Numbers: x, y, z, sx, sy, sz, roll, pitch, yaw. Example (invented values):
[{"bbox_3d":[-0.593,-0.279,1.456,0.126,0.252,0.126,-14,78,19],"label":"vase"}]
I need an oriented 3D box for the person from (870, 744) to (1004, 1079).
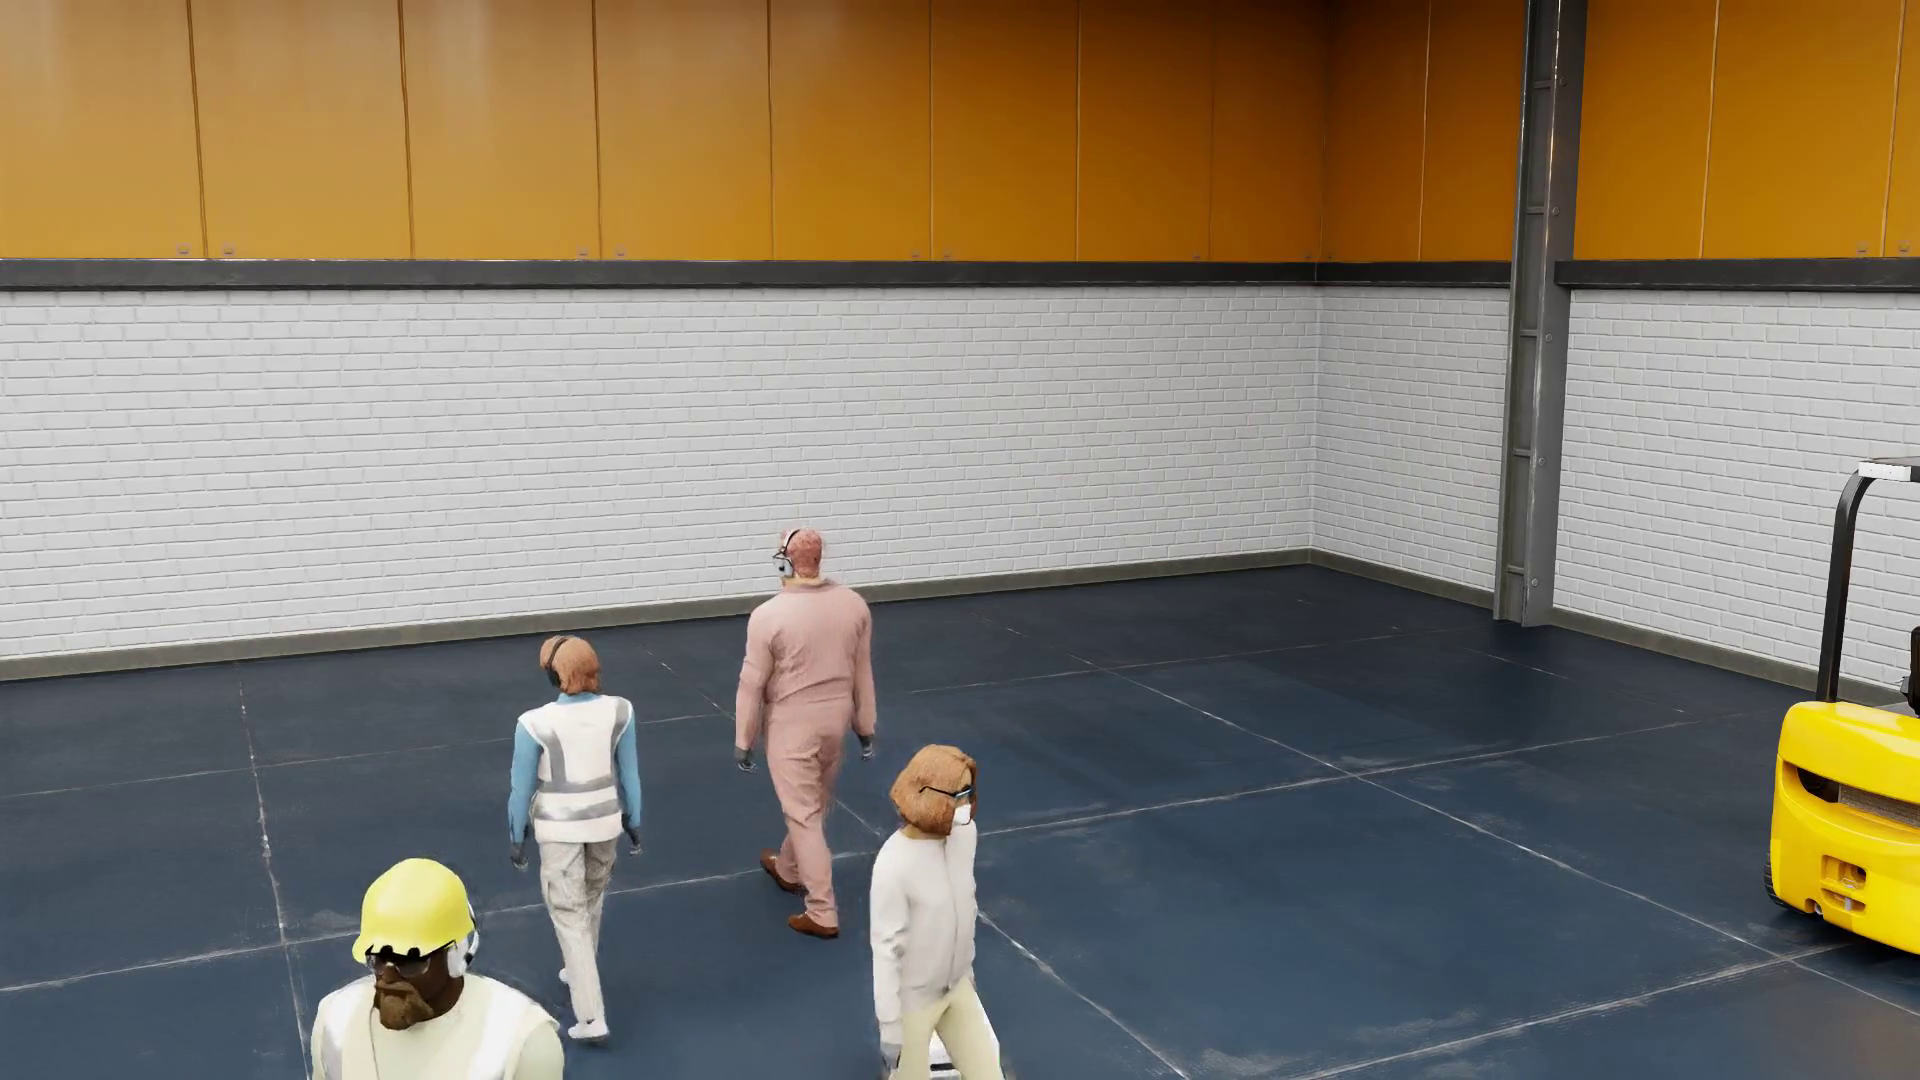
[{"bbox_3d":[-0.081,1.410,5.102,0.376,1.617,0.531,7,11,35],"label":"person"}]

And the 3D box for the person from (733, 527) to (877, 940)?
[{"bbox_3d":[-0.786,0.860,7.793,0.673,1.862,0.900,-8,12,-40],"label":"person"}]

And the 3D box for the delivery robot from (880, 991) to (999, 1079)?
[{"bbox_3d":[-0.084,1.756,5.978,0.477,0.478,0.707,-2,9,-10],"label":"delivery robot"}]

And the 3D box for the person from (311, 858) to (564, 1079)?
[{"bbox_3d":[-1.166,1.548,3.746,0.611,1.798,0.904,2,9,15],"label":"person"}]

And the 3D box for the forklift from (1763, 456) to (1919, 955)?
[{"bbox_3d":[4.857,0.731,7.561,2.313,2.155,1.214,-4,10,-25],"label":"forklift"}]

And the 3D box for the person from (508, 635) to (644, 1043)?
[{"bbox_3d":[-1.547,1.167,6.694,0.532,1.603,0.778,-7,11,-36],"label":"person"}]
